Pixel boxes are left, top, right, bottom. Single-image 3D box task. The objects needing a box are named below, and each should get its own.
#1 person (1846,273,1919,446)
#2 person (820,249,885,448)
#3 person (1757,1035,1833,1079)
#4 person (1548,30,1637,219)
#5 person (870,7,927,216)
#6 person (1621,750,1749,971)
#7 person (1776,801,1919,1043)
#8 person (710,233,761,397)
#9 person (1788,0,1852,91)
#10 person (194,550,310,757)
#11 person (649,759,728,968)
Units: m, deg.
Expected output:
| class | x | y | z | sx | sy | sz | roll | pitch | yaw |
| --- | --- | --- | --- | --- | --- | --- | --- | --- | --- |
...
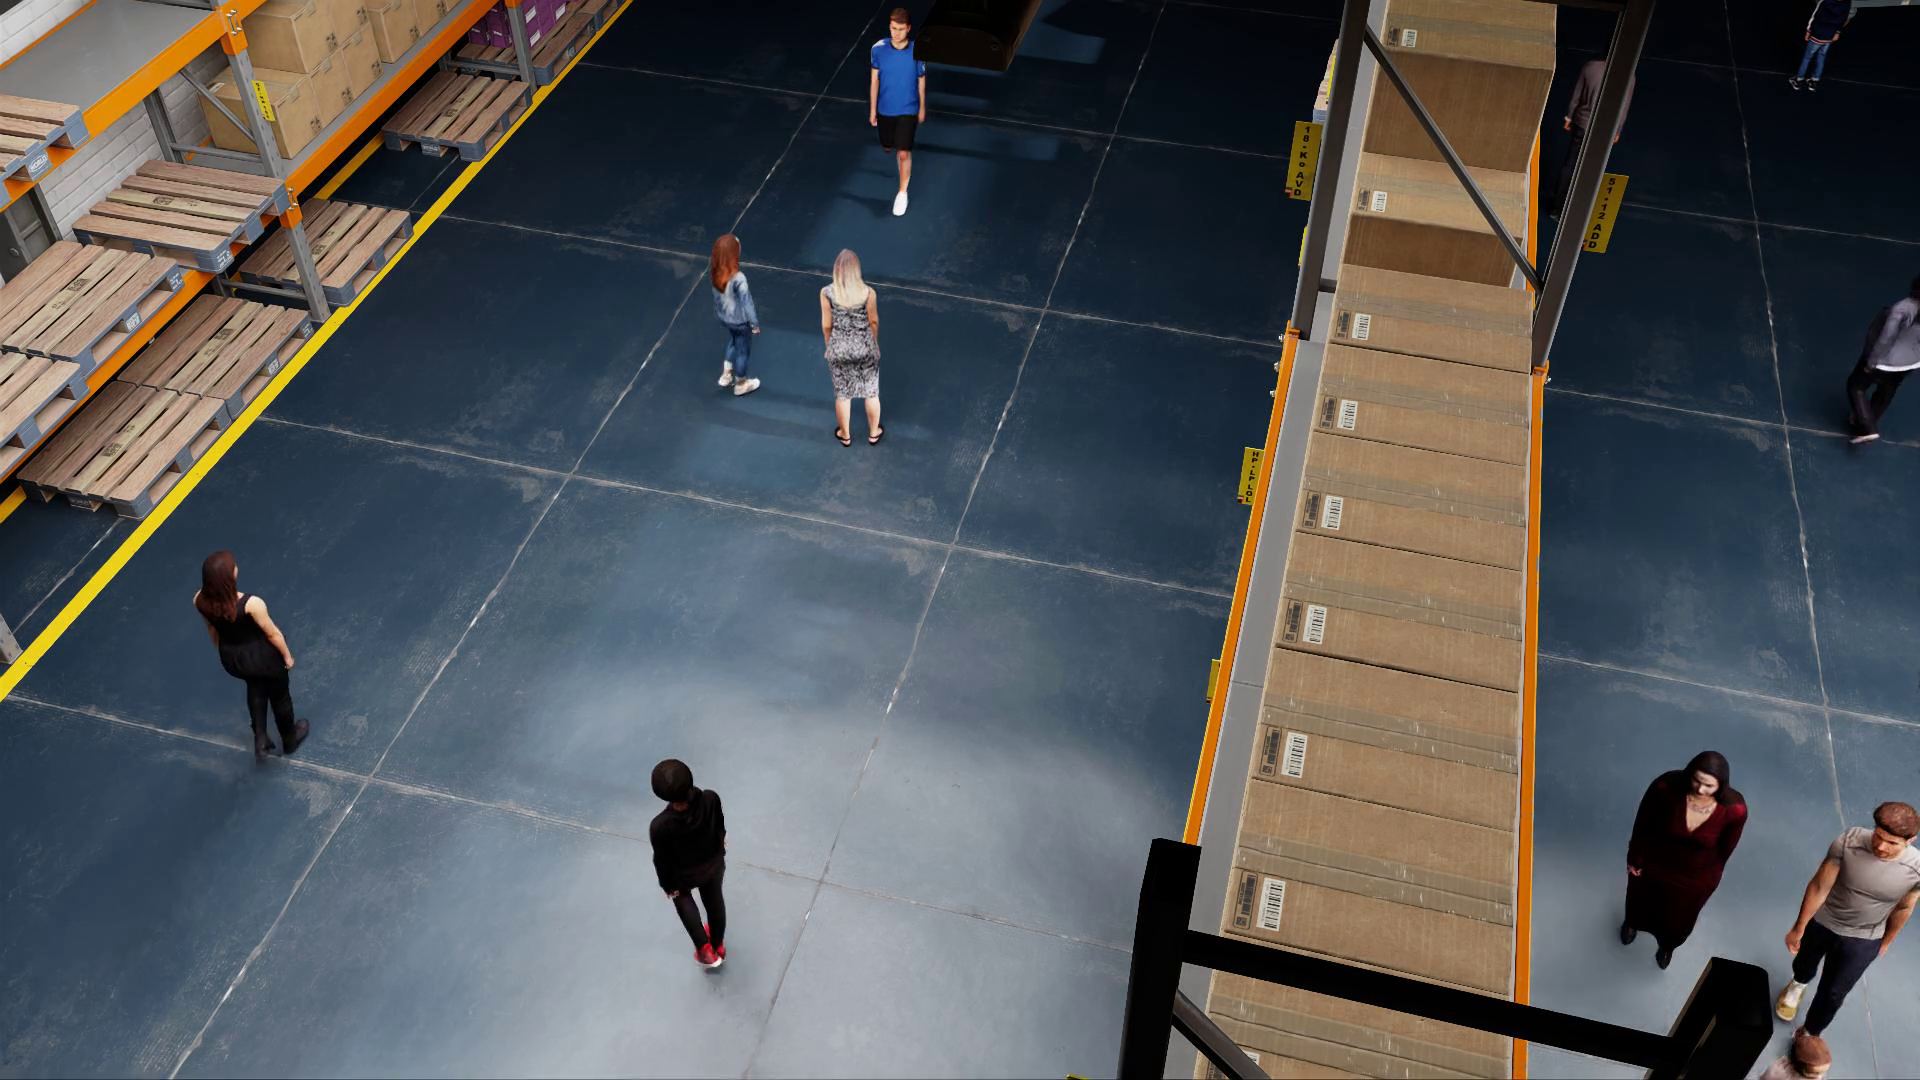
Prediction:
| class | x | y | z | sx | sy | sz | roll | pitch | yaw |
| --- | --- | --- | --- | --- | --- | --- | --- | --- | --- |
| person | 6.948 | -1.318 | 12.316 | 0.815 | 1.587 | 0.889 | -5 | 44 | -6 |
| person | -0.802 | -1.393 | 12.310 | 0.617 | 1.704 | 0.582 | 0 | 44 | 0 |
| person | 4.058 | 2.758 | 8.344 | 0.708 | 1.165 | 0.857 | -11 | 45 | -11 |
| person | 5.550 | -3.623 | 14.609 | 0.708 | 1.762 | 0.638 | 18 | 46 | 18 |
| person | -0.537 | -3.892 | 14.831 | 0.709 | 1.845 | 1.123 | 6 | 44 | 6 |
| person | 3.920 | 1.656 | 9.083 | 0.775 | 1.741 | 0.822 | 19 | 47 | 19 |
| person | 4.644 | 1.925 | 8.712 | 0.813 | 1.864 | 0.951 | 25 | 49 | 24 |
| person | -1.792 | -1.695 | 12.798 | 0.723 | 1.468 | 0.692 | -34 | 53 | -30 |
| person | 8.572 | -5.060 | 16.508 | 0.556 | 1.222 | 0.551 | 0 | 44 | 0 |
| person | -4.317 | 0.767 | 10.062 | 0.645 | 1.677 | 0.720 | 4 | 44 | 5 |
| person | -1.395 | 1.810 | 8.977 | 0.753 | 1.664 | 0.812 | -21 | 48 | -21 |
